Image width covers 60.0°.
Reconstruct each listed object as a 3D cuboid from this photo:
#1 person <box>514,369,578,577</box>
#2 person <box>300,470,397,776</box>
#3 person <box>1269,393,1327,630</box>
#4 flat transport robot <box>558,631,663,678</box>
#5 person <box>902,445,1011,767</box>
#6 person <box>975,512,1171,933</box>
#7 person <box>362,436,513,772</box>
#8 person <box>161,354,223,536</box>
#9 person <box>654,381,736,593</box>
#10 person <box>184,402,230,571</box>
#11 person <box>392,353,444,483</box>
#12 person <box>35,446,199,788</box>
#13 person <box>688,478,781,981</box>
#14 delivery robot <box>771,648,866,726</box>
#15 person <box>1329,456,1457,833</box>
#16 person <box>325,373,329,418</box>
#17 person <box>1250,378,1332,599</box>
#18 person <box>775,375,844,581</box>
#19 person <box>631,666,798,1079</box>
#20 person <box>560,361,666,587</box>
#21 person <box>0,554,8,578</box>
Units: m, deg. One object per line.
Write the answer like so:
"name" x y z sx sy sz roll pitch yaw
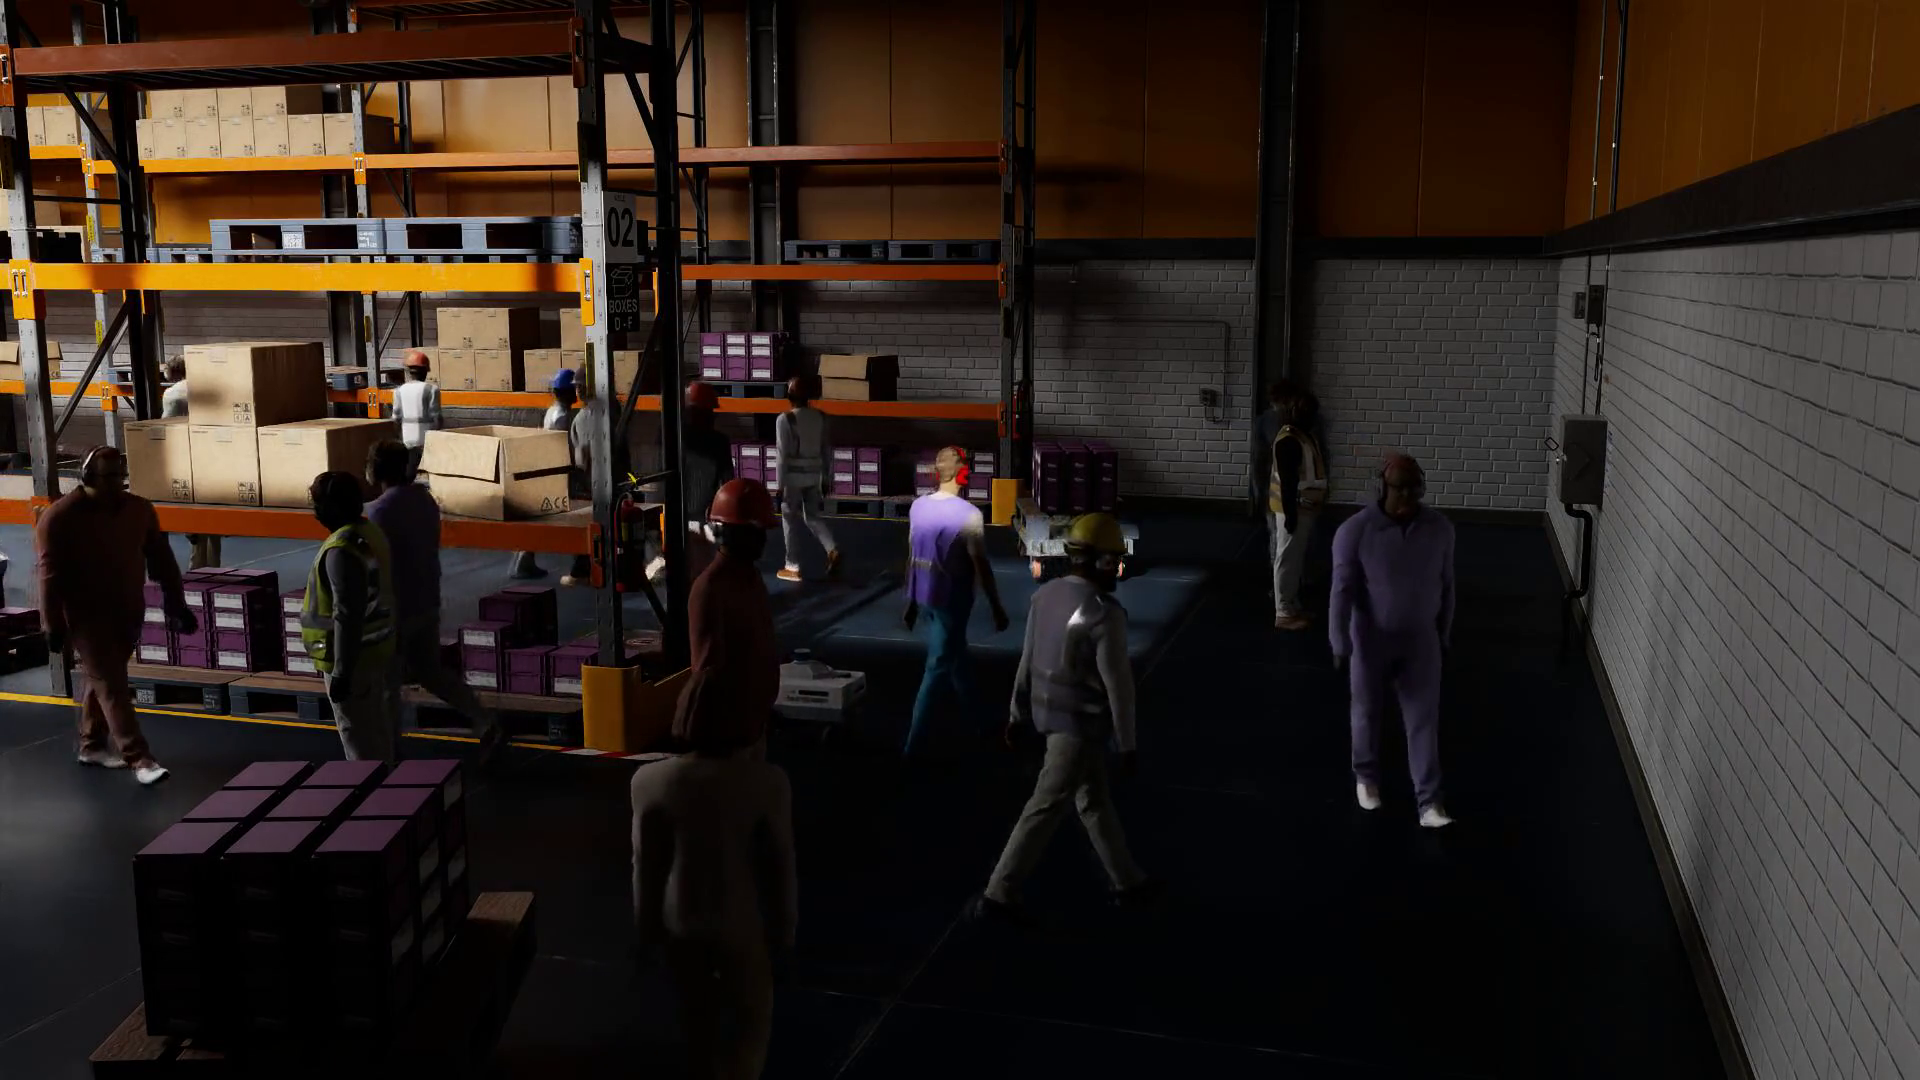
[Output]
"person" -3.589 -0.596 15.065 1.012 1.904 0.605 -5 10 -26
"person" -2.960 0.577 8.074 0.429 1.839 0.634 -1 9 -8
"person" 2.646 -0.232 13.010 0.430 1.841 0.624 4 10 22
"flat transport robot" -2.105 0.796 11.503 1.431 0.197 0.652 3 10 17
"person" 0.000 0.360 9.512 0.928 1.797 0.569 -6 11 -34
"person" 0.474 0.773 7.114 0.951 1.771 0.618 -4 10 -24
"person" -2.925 0.386 9.053 0.852 1.914 0.638 2 10 12
"person" -8.156 -0.967 17.281 0.945 1.897 0.664 0 9 2
"person" -1.850 -0.160 12.116 0.653 1.979 0.572 -9 13 -44
"person" -5.680 -0.169 12.550 0.329 1.865 0.515 1 9 4
"person" -5.859 -1.069 18.018 0.770 1.884 0.554 2 10 13
"person" -4.564 0.410 9.038 0.990 1.844 0.671 5 10 27
"person" -0.877 0.739 6.618 0.391 1.990 0.623 2 9 9
"delivery robot" -0.922 0.885 9.816 0.707 0.478 0.477 3 10 15
"person" 2.188 0.523 8.303 0.680 1.860 0.949 0 9 -3
"person" -7.863 -1.402 20.001 0.359 1.883 0.573 8 12 40
"person" 2.823 -0.432 14.070 0.764 1.893 0.467 0 9 1
"person" -1.365 -0.530 14.753 0.586 1.862 0.725 -8 12 -41
"person" -0.748 1.192 5.016 0.508 1.617 0.632 1 9 4
"person" -3.058 -0.581 14.519 0.933 2.000 0.677 4 10 24
"person" -8.664 -0.470 14.407 0.506 1.859 0.514 2 10 14
